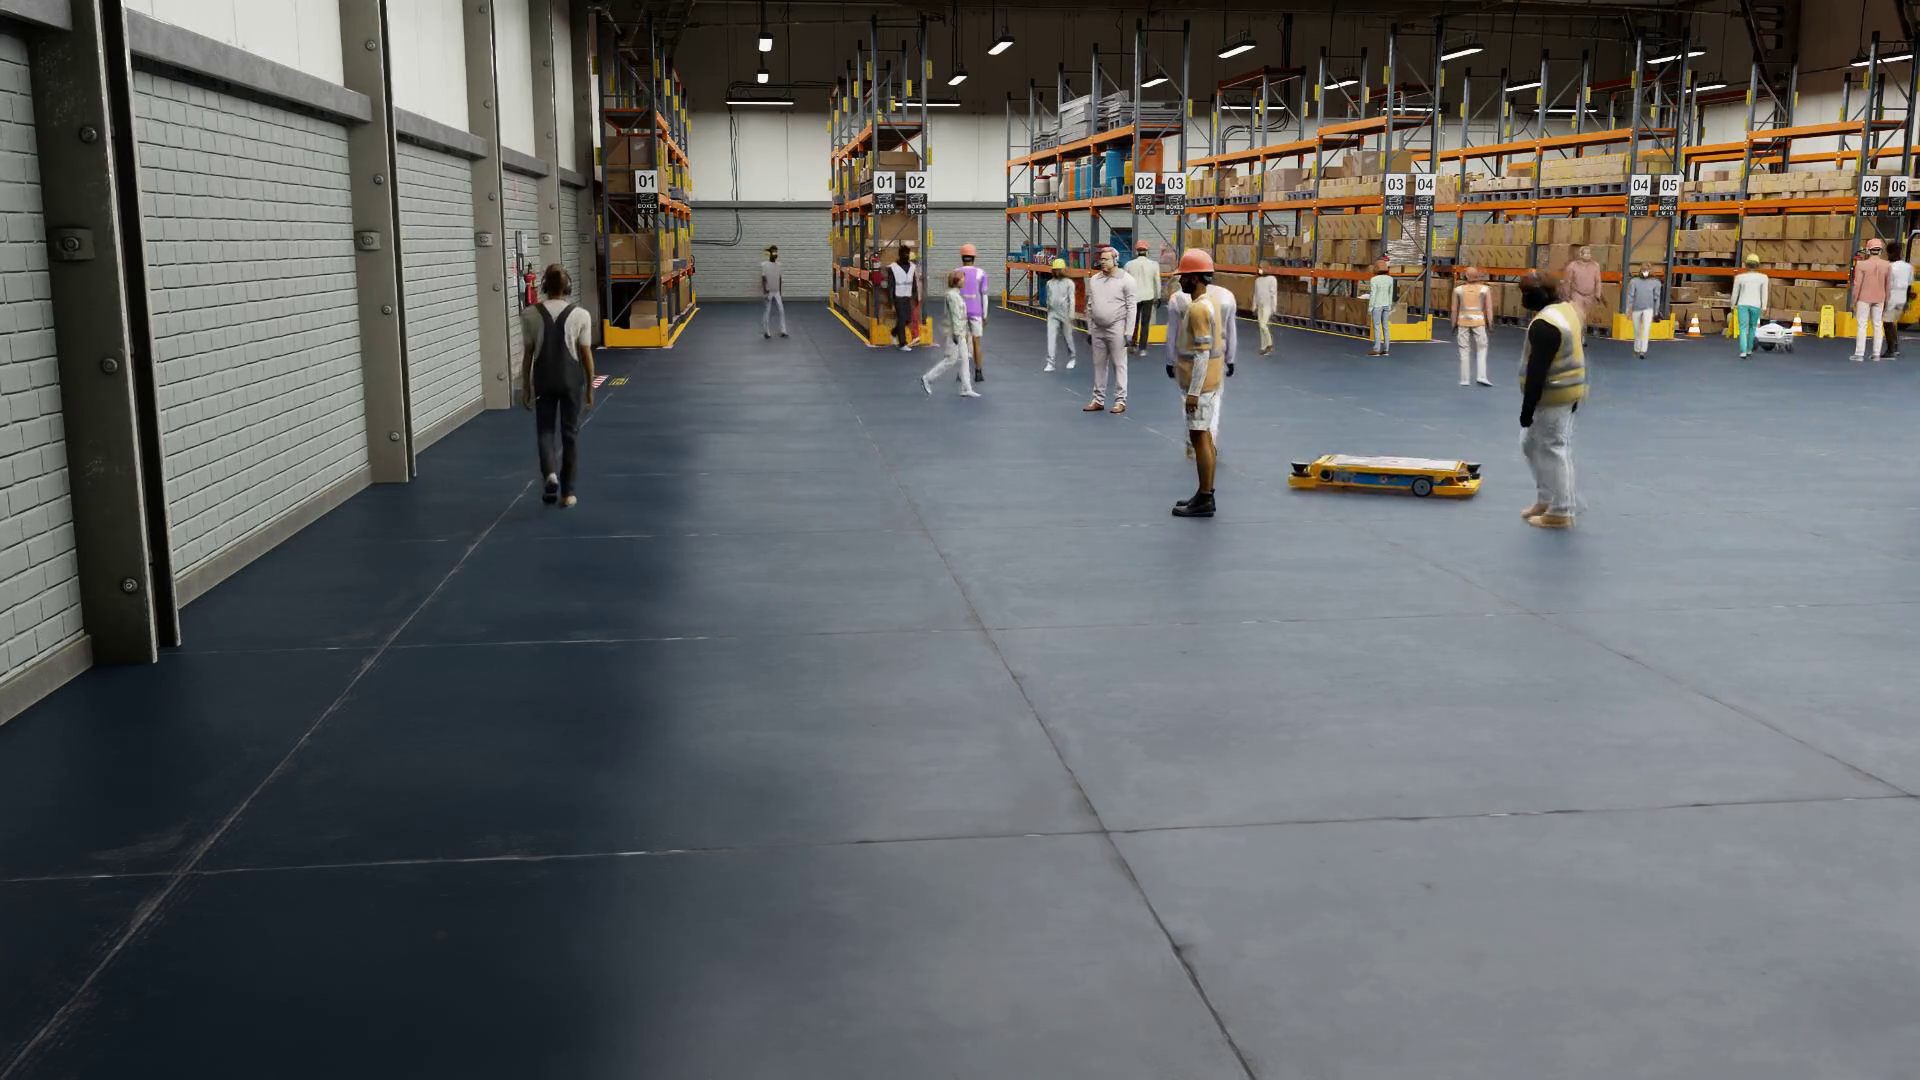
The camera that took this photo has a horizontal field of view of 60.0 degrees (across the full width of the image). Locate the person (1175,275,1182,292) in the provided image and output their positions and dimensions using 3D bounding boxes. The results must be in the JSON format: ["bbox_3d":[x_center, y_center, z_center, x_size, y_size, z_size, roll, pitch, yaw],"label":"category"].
[{"bbox_3d":[3.973,-4.042,28.420,0.610,1.789,0.842,4,11,22],"label":"person"}]

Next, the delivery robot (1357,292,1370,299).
[{"bbox_3d":[10.879,-6.410,44.554,0.477,0.478,0.707,-1,10,-4],"label":"delivery robot"}]

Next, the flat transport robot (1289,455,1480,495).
[{"bbox_3d":[3.420,-0.534,13.374,1.431,0.197,0.652,4,11,20],"label":"flat transport robot"}]

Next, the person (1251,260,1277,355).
[{"bbox_3d":[5.197,-3.969,28.484,0.352,1.619,0.532,-6,12,-30],"label":"person"}]

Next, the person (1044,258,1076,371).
[{"bbox_3d":[1.557,-3.448,25.428,0.497,1.711,0.863,5,11,26],"label":"person"}]

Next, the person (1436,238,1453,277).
[{"bbox_3d":[14.625,-8.163,50.345,1.003,2.000,0.703,1,10,6],"label":"person"}]

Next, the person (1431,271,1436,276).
[{"bbox_3d":[14.744,-8.455,52.089,0.391,1.989,0.610,8,13,36],"label":"person"}]

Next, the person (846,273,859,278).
[{"bbox_3d":[-3.097,-7.669,47.732,0.495,2.008,0.621,-1,10,-8],"label":"person"}]

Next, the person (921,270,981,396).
[{"bbox_3d":[-0.110,-2.618,21.099,0.686,1.618,0.521,2,11,11],"label":"person"}]

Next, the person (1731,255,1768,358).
[{"bbox_3d":[13.282,-3.932,28.018,0.545,1.711,0.897,4,11,21],"label":"person"}]

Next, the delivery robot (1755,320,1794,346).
[{"bbox_3d":[14.293,-3.626,29.277,0.477,0.478,0.707,-5,12,-24],"label":"delivery robot"}]

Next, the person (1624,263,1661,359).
[{"bbox_3d":[11.398,-3.818,27.776,0.513,1.586,0.879,5,12,27],"label":"person"}]

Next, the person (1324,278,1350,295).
[{"bbox_3d":[9.134,-6.237,40.129,0.629,1.921,0.805,-1,10,-4],"label":"person"}]

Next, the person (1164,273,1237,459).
[{"bbox_3d":[2.185,-1.646,15.183,0.651,1.832,0.447,0,10,0],"label":"person"}]

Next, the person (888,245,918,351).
[{"bbox_3d":[-1.085,-4.341,29.826,0.640,1.890,0.706,-9,14,-40],"label":"person"}]

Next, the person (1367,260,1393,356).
[{"bbox_3d":[7.186,-3.970,28.473,0.507,1.631,0.275,-6,12,-30],"label":"person"}]

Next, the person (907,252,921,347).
[{"bbox_3d":[-0.903,-4.429,30.667,0.380,1.752,0.524,0,10,-2],"label":"person"}]

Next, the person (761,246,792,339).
[{"bbox_3d":[-3.676,-4.896,32.961,0.499,1.840,0.881,-7,13,-34],"label":"person"}]

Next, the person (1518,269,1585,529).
[{"bbox_3d":[4.062,-0.969,11.553,0.526,1.807,0.691,6,12,30],"label":"person"}]

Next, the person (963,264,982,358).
[{"bbox_3d":[0.114,-3.825,27.696,0.538,1.621,0.537,0,10,0],"label":"person"}]

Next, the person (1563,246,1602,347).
[{"bbox_3d":[11.618,-4.556,31.088,0.632,1.862,0.960,-1,10,-8],"label":"person"}]

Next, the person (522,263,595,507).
[{"bbox_3d":[-2.992,-1.137,12.402,0.539,1.828,0.455,-2,10,-9],"label":"person"}]

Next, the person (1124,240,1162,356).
[{"bbox_3d":[3.162,-4.171,28.664,0.634,1.959,0.878,3,11,15],"label":"person"}]

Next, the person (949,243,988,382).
[{"bbox_3d":[0.120,-3.188,23.358,0.551,1.934,0.373,0,10,2],"label":"person"}]

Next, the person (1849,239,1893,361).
[{"bbox_3d":[14.879,-3.910,27.189,0.622,1.998,0.419,0,10,2],"label":"person"}]

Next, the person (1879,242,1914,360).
[{"bbox_3d":[15.426,-3.957,27.579,0.604,1.937,0.481,-4,11,-21],"label":"person"}]

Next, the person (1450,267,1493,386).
[{"bbox_3d":[6.971,-2.893,22.621,0.594,1.618,0.404,3,11,17],"label":"person"}]

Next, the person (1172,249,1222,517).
[{"bbox_3d":[1.707,-1.133,12.090,0.375,1.935,0.551,3,11,15],"label":"person"}]

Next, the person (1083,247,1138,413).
[{"bbox_3d":[1.721,-2.418,19.218,0.642,1.909,0.399,8,13,38],"label":"person"}]

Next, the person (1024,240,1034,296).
[{"bbox_3d":[2.021,-7.919,49.286,0.378,1.940,0.628,-1,10,-3],"label":"person"}]

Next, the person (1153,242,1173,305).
[{"bbox_3d":[6.031,-7.974,49.764,0.927,1.864,0.666,-3,11,-18],"label":"person"}]
